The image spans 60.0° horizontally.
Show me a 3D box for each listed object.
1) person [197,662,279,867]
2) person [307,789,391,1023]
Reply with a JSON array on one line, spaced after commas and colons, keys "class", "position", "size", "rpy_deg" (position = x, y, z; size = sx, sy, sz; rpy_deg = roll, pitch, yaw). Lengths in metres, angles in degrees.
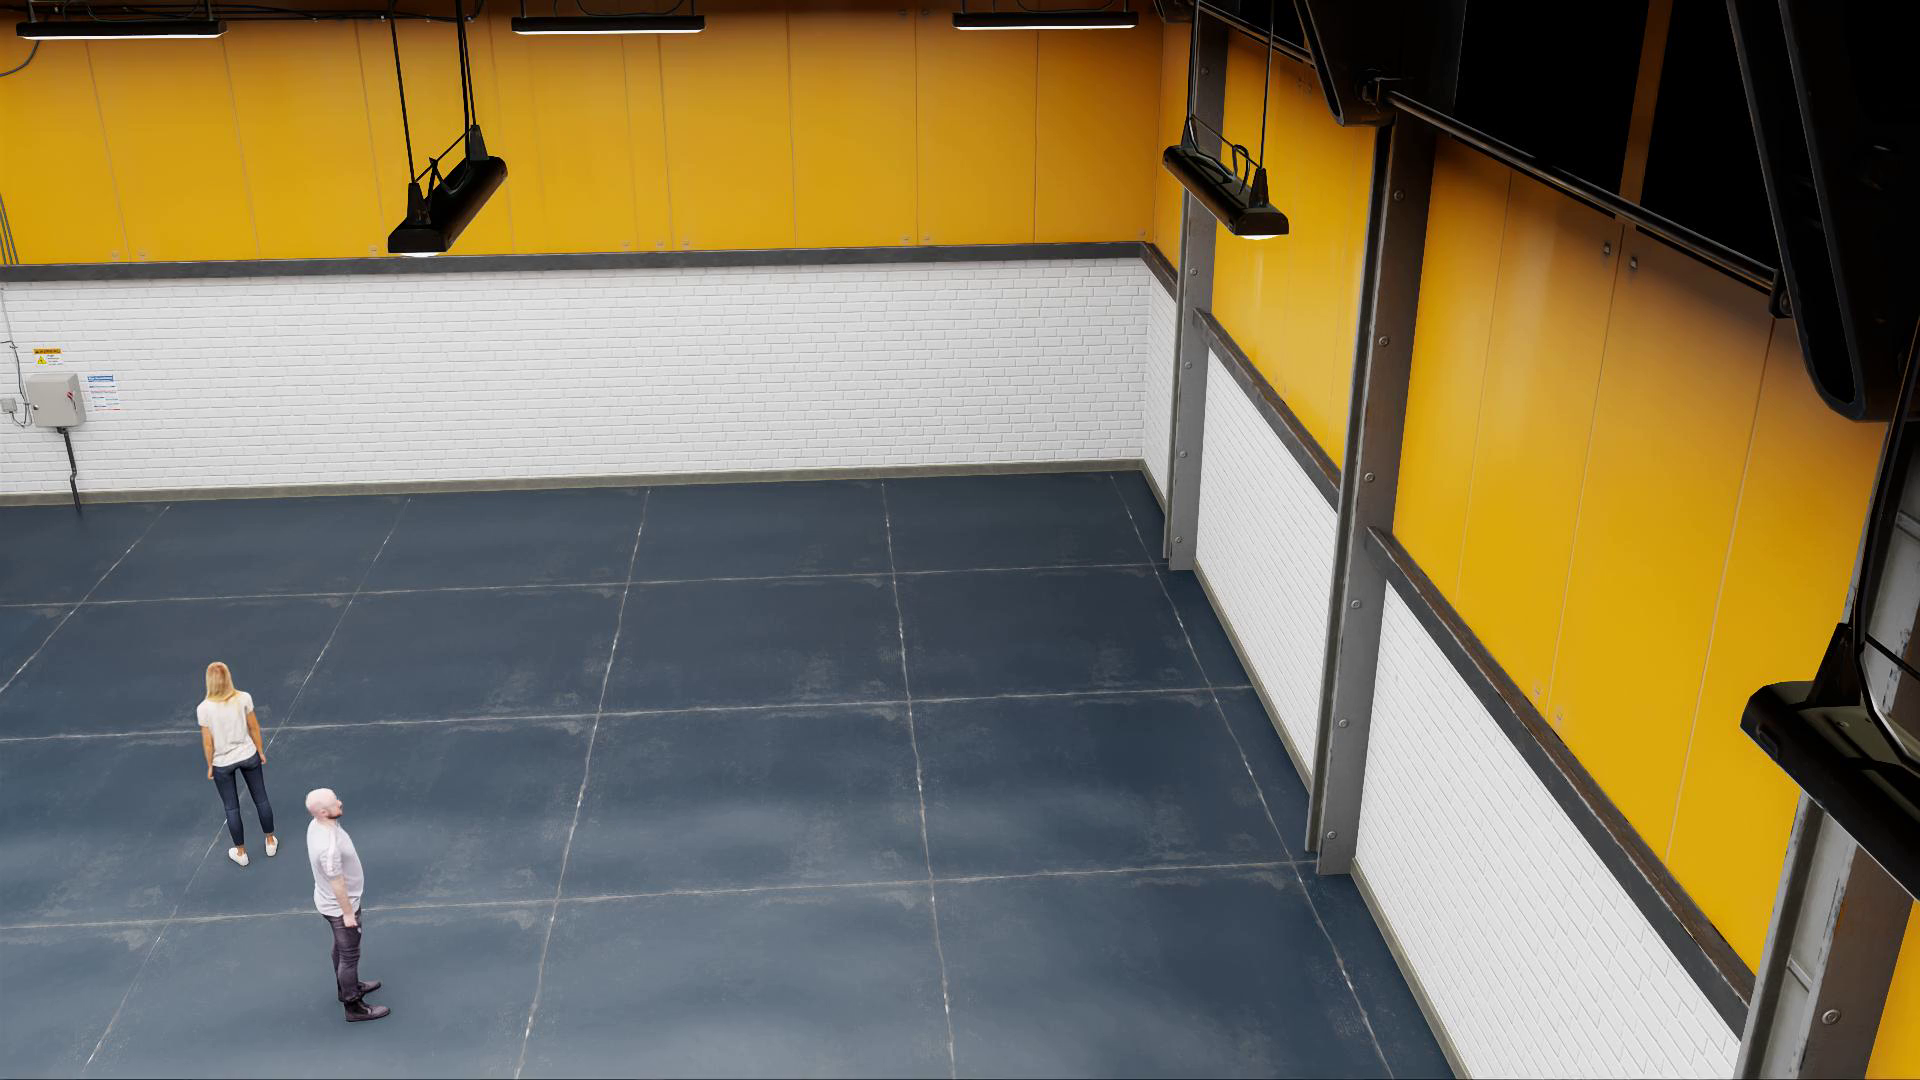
[{"class": "person", "position": [-5.872, 1.802, 13.496], "size": [0.675, 1.810, 0.674], "rpy_deg": [-16, 28, -33]}, {"class": "person", "position": [-4.392, 2.550, 11.758], "size": [0.793, 1.832, 0.655], "rpy_deg": [-11, 26, -24]}]
